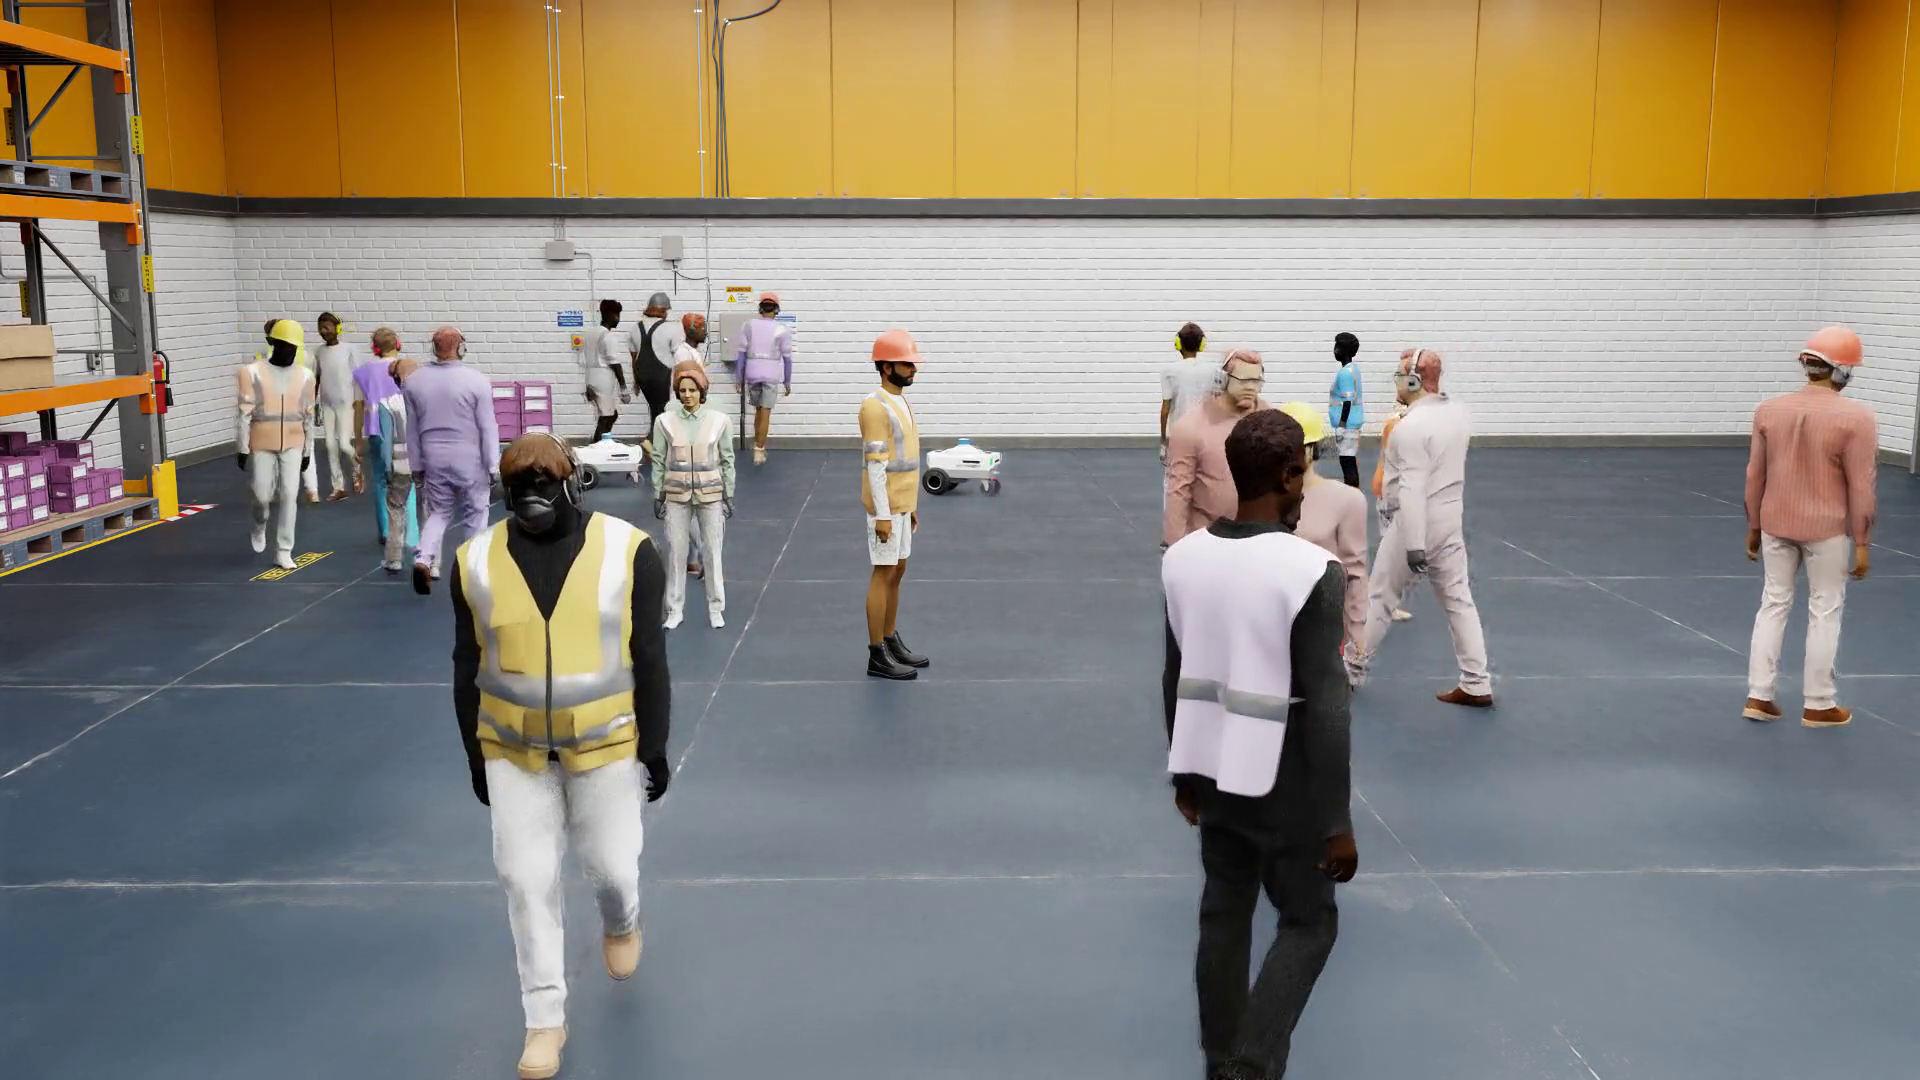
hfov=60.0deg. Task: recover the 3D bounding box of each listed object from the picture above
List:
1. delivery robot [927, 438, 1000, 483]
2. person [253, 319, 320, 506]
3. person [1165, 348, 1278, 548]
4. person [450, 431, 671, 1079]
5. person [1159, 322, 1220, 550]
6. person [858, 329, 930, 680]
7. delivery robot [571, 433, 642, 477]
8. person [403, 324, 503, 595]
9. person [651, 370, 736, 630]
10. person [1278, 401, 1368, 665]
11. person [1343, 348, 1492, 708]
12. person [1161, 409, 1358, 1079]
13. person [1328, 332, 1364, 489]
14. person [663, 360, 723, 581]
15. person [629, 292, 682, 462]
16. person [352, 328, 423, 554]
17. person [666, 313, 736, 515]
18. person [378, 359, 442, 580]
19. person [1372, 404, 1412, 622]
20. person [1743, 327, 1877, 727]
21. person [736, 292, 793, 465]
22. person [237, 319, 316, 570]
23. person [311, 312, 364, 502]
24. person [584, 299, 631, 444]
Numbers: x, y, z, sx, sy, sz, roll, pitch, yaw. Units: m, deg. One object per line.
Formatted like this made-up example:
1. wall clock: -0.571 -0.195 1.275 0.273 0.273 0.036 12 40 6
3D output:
1. delivery robot: 0.038 -0.780 16.749 0.707 0.478 0.477 3 10 15
2. person: -6.476 -1.223 15.987 0.633 1.799 0.929 -8 12 -42
3. person: 1.345 0.007 8.154 0.684 1.878 0.662 -1 9 -9
4. person: -1.149 0.578 4.845 0.628 1.818 0.633 -1 9 -5
5. person: 1.790 -0.792 13.147 0.537 1.841 0.745 -1 9 -6
6. person: -0.361 -0.202 9.266 0.354 1.939 0.544 2 10 14
7. delivery robot: -3.661 -0.862 17.255 0.707 0.478 0.477 -3 10 -16
8. person: -3.470 -0.532 11.429 0.666 1.891 0.694 2 9 12
9. person: -1.676 -0.251 10.482 0.525 1.638 0.307 -1 9 -5
10. person: 1.310 0.334 6.516 0.556 1.752 0.357 5 11 29
11. person: 2.364 -0.067 8.703 1.001 1.855 0.647 9 13 43
12. person: 0.765 0.619 4.313 0.430 1.917 0.634 -7 11 -35
13. person: 3.508 -1.038 15.130 0.319 1.695 0.539 3 10 20
14. person: -1.939 -0.507 12.157 0.514 1.608 0.669 -9 13 -44
15. person: -3.563 -1.929 19.537 0.690 2.000 0.804 5 11 28
16. person: -4.594 -0.805 13.439 0.590 1.789 0.778 -1 9 -4
17. person: -2.369 -1.147 15.299 0.808 1.854 0.607 0 9 -1
18. person: -4.054 -0.526 12.265 0.525 1.609 0.769 -7 12 -37
19. person: 2.848 -0.300 10.653 0.384 1.672 0.544 7 12 38
20. person: 4.189 -0.044 8.229 0.457 1.995 0.635 -6 11 -35
21. person: -2.254 -1.882 19.394 0.638 1.988 0.781 2 9 11
22. person: -5.229 -0.741 12.706 0.627 1.893 0.689 -7 11 -35
23. person: -6.087 -1.305 16.282 0.553 1.853 0.451 1 9 8
24. person: -3.980 -1.732 18.650 0.568 1.930 0.631 -6 11 -35
